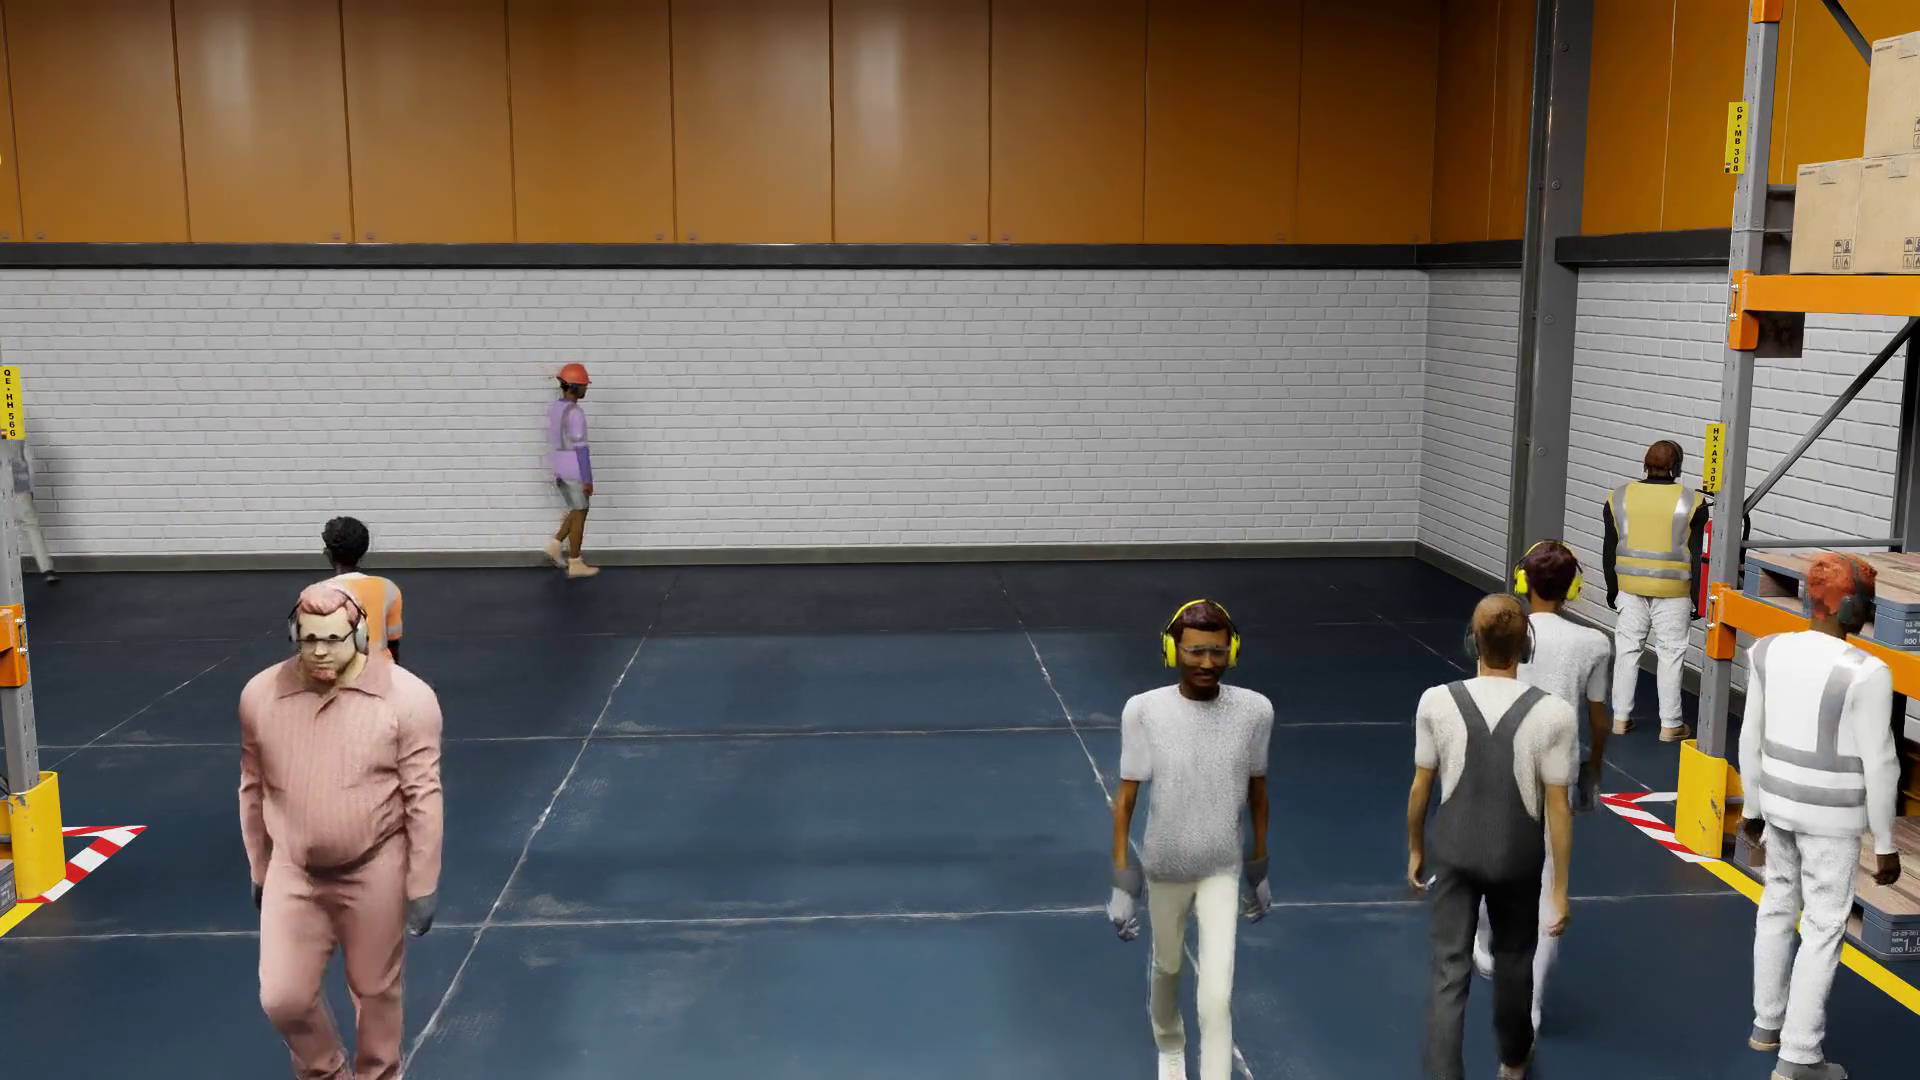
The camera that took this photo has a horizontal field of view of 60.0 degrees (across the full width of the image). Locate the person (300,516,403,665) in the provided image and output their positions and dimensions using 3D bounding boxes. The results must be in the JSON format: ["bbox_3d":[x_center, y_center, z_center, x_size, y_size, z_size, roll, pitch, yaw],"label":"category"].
[{"bbox_3d":[-2.910,0.724,8.000,0.378,1.682,0.557,7,12,38],"label":"person"}]

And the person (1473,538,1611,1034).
[{"bbox_3d":[2.206,0.901,6.466,0.531,1.826,0.890,2,9,13],"label":"person"}]

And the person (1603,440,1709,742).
[{"bbox_3d":[4.251,0.306,10.165,0.625,1.844,0.429,7,12,38],"label":"person"}]

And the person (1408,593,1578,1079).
[{"bbox_3d":[1.770,1.062,5.561,0.540,1.817,0.784,4,10,24],"label":"person"}]

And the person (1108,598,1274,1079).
[{"bbox_3d":[0.750,1.077,5.393,0.542,1.818,0.974,0,9,3],"label":"person"}]

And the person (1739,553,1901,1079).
[{"bbox_3d":[3.014,0.981,5.875,0.536,1.879,0.579,-3,10,-19],"label":"person"}]

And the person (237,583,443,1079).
[{"bbox_3d":[-1.964,1.062,5.265,0.666,1.882,0.481,0,9,-3],"label":"person"}]

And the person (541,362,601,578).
[{"bbox_3d":[-3.612,-0.644,15.546,0.444,2.025,0.622,-6,11,-34],"label":"person"}]

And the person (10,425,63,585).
[{"bbox_3d":[-8.623,-0.447,15.040,0.790,1.800,0.544,-5,10,-30],"label":"person"}]
